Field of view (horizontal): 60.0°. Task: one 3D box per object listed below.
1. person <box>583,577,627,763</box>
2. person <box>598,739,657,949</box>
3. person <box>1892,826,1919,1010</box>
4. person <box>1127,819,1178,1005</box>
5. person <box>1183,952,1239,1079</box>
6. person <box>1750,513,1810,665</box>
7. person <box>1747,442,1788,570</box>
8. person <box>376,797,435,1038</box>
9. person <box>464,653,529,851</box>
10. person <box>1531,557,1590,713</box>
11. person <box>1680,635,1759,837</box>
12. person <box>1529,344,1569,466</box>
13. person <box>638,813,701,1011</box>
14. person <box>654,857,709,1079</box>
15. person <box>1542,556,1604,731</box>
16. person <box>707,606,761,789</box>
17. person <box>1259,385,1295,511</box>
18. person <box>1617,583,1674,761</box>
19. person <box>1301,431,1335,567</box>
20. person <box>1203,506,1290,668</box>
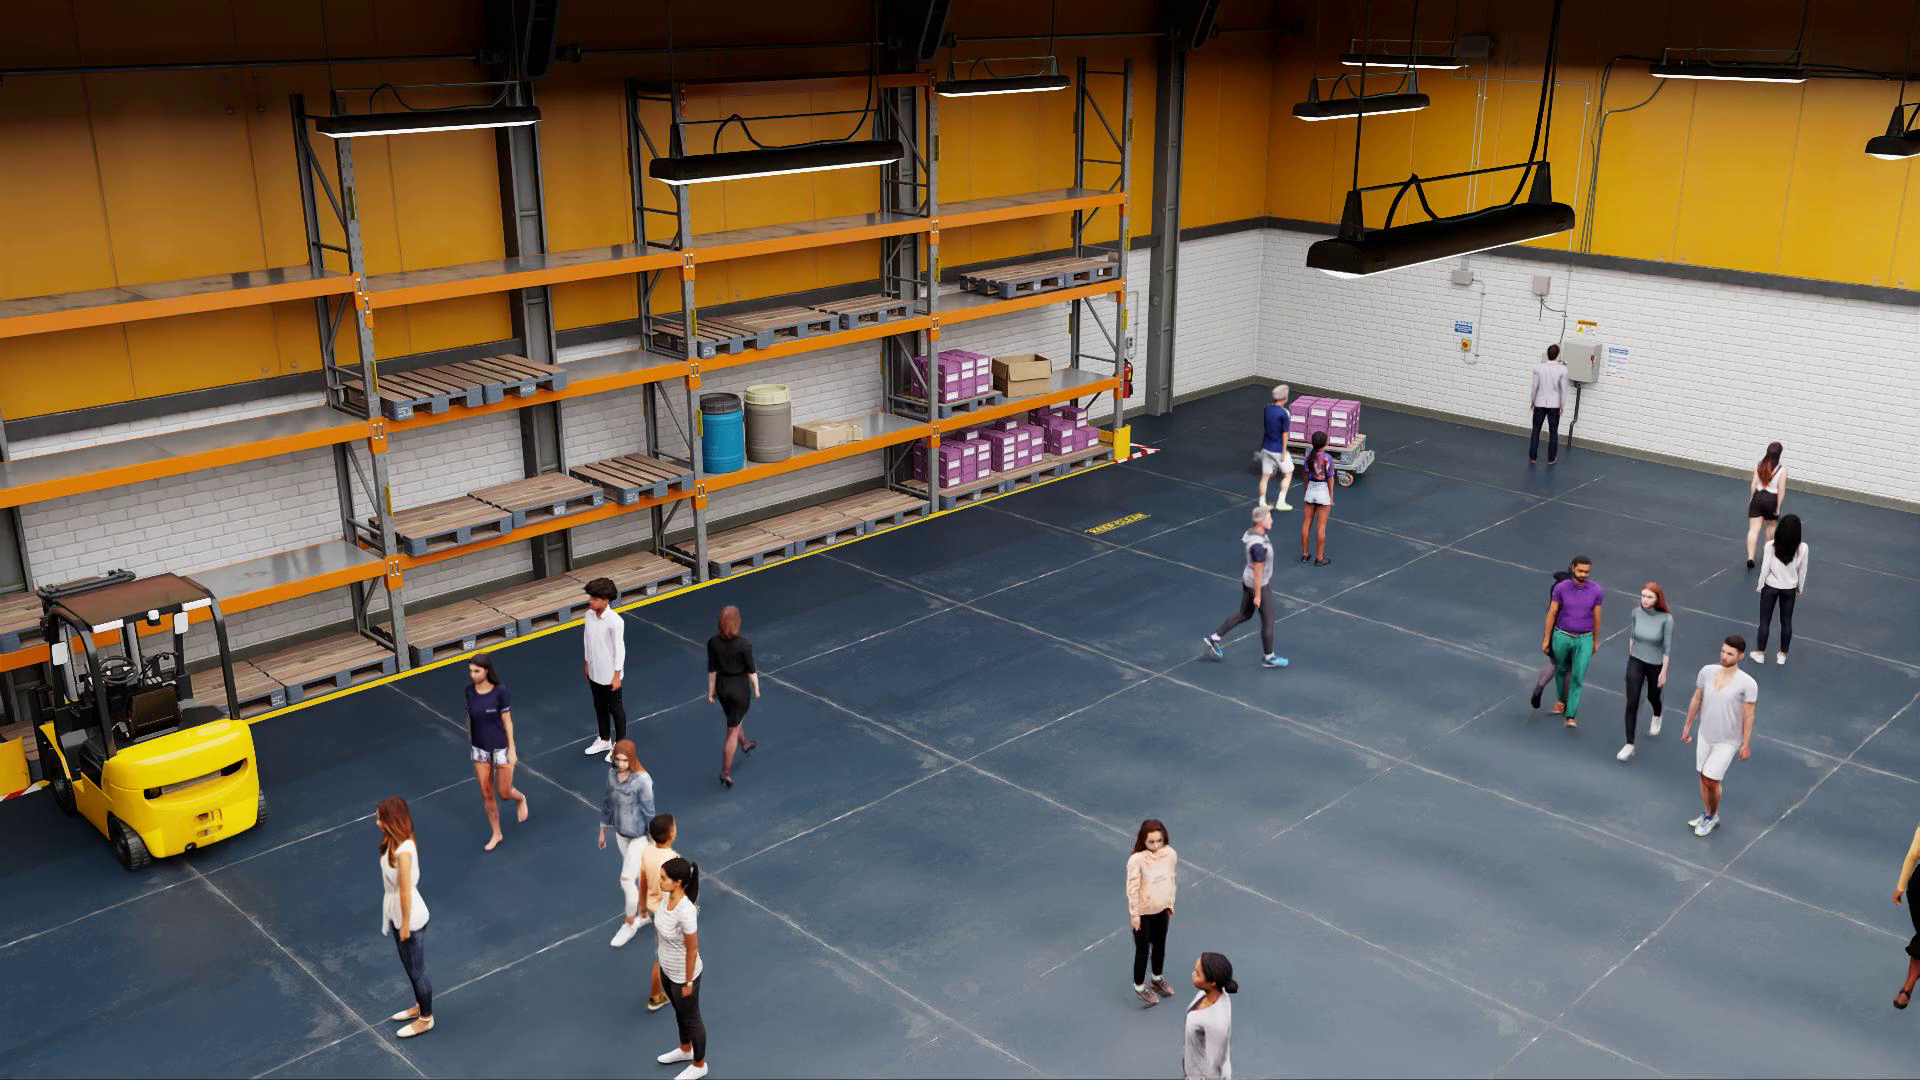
[{"bbox_3d":[-3.365,1.206,15.777,0.663,1.809,0.616,13,23,34],"label":"person"},{"bbox_3d":[-2.443,2.259,12.859,0.691,1.675,0.797,16,24,38],"label":"person"},{"bbox_3d":[7.072,2.562,12.070,1.034,1.604,0.576,-17,25,-41],"label":"person"},{"bbox_3d":[1.358,2.651,12.015,0.574,1.471,0.698,-13,22,-33],"label":"person"},{"bbox_3d":[1.562,3.231,9.931,1.113,1.703,1.171,4,19,11],"label":"person"},{"bbox_3d":[8.871,0.518,17.990,0.711,1.700,0.736,4,19,11],"label":"person"},{"bbox_3d":[10.062,-0.398,20.858,0.687,1.605,1.108,12,22,33],"label":"person"},{"bbox_3d":[-3.847,2.618,11.625,0.622,1.783,0.647,-10,21,-27],"label":"person"},{"bbox_3d":[-3.945,1.763,14.214,0.812,1.750,0.907,4,19,11],"label":"person"},{"bbox_3d":[6.038,0.978,16.682,0.943,1.664,0.754,-12,22,-32],"label":"person"},{"bbox_3d":[6.626,1.668,14.363,0.778,1.835,0.802,-10,21,-27],"label":"person"},{"bbox_3d":[9.002,-2.086,25.485,0.742,1.851,0.695,9,21,24],"label":"person"},{"bbox_3d":[-2.163,2.693,11.943,0.671,1.437,0.955,12,22,31],"label":"person"},{"bbox_3d":[-1.863,2.854,11.137,0.607,1.646,0.623,-10,21,-27],"label":"person"},{"bbox_3d":[6.118,0.971,16.603,0.955,1.727,1.208,7,20,20],"label":"person"},{"bbox_3d":[-2.115,1.467,15.233,0.882,1.662,1.153,7,20,20],"label":"person"},{"bbox_3d":[4.296,-1.235,23.013,0.706,1.817,0.655,-15,24,-38],"label":"person"},{"bbox_3d":[6.596,1.225,15.889,0.607,1.702,1.168,16,24,39],"label":"person"},{"bbox_3d":[4.529,-0.545,21.084,0.586,1.741,0.509,17,25,40],"label":"person"},{"bbox_3d":[3.097,0.502,17.877,1.213,1.803,1.148,0,19,0],"label":"person"}]
